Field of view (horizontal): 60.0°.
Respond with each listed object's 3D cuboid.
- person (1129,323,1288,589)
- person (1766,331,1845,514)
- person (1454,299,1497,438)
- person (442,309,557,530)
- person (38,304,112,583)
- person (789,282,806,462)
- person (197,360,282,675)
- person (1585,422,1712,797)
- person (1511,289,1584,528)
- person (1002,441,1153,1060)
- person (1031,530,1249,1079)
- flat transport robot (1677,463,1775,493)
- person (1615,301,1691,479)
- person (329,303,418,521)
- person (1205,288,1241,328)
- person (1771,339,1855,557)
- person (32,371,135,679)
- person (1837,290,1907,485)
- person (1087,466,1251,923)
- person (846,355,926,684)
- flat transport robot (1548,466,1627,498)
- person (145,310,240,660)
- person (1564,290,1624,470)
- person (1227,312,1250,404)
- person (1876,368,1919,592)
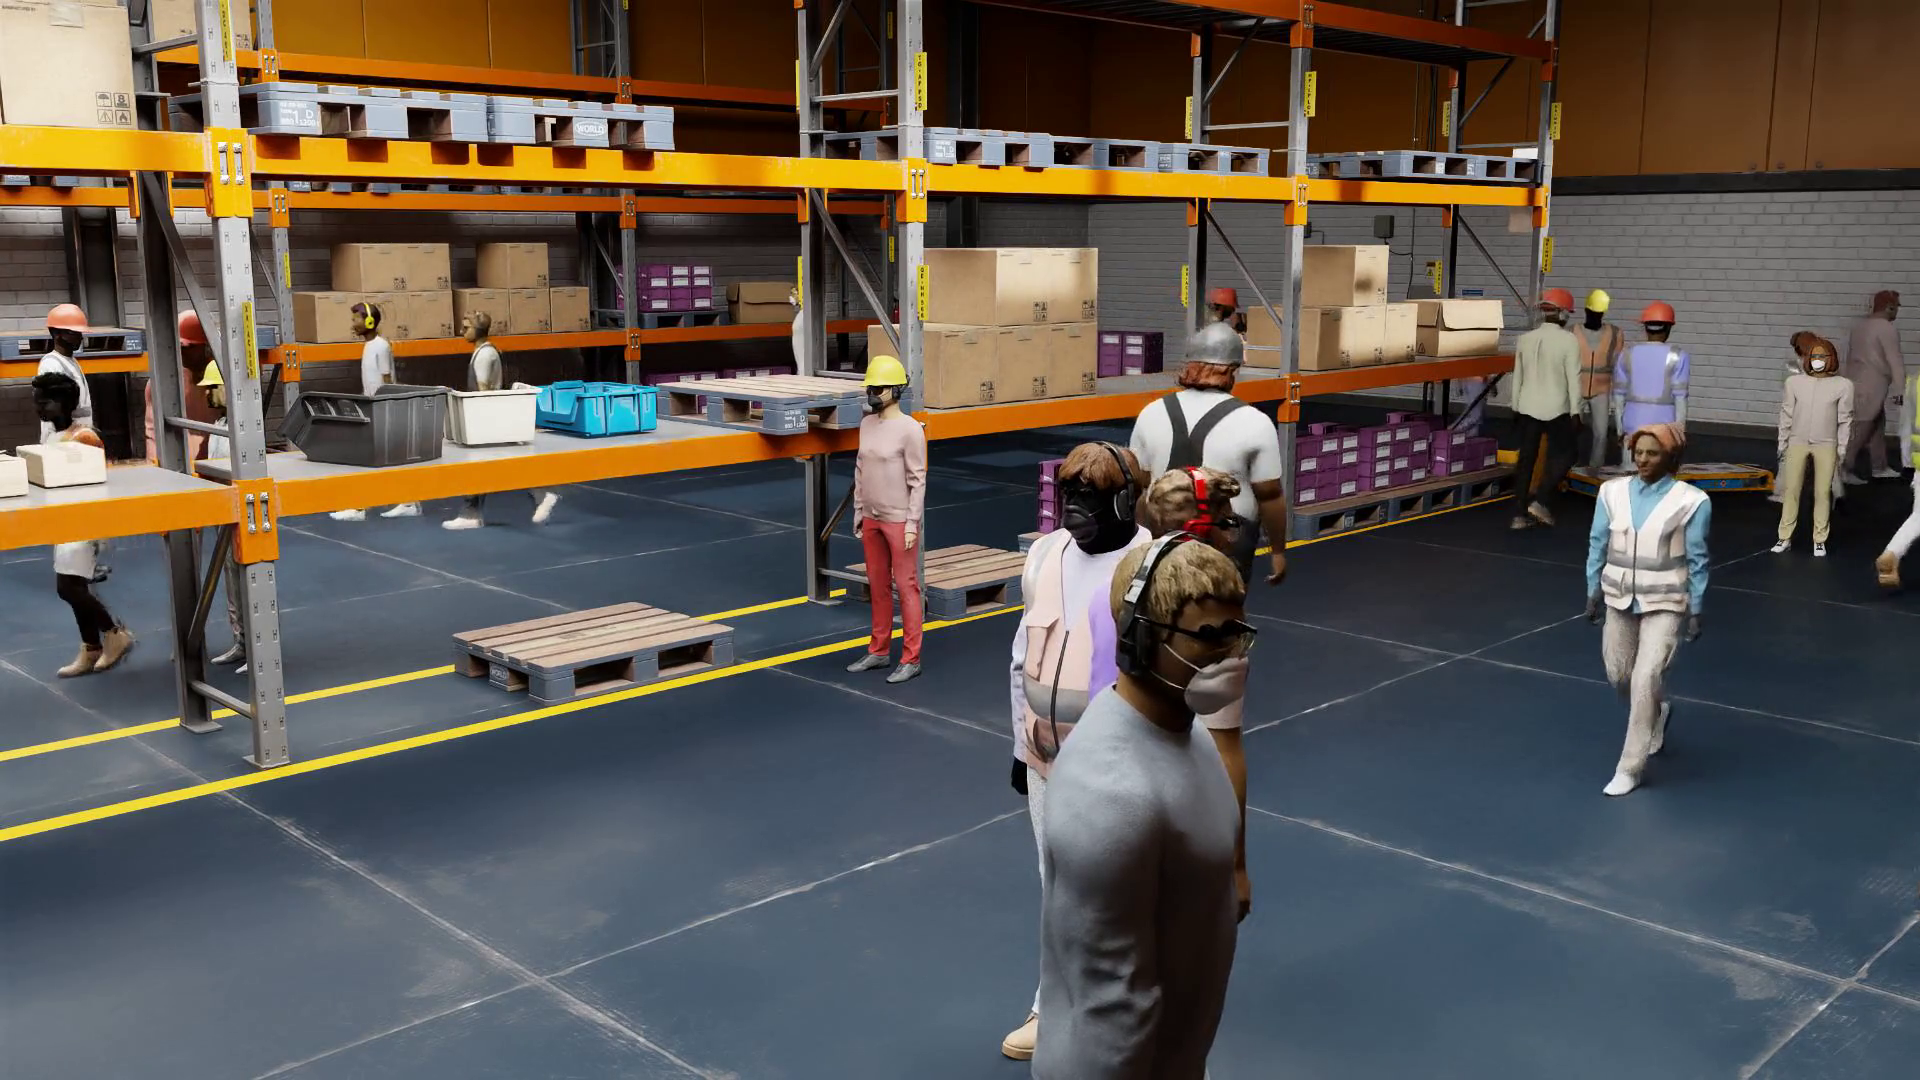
[{"bbox_3d":[1.220,-0.030,7.805,0.709,2.000,0.940,7,12,33],"label":"person"},{"bbox_3d":[7.497,-1.042,14.602,0.527,1.583,0.929,0,10,-2],"label":"person"},{"bbox_3d":[5.330,-1.644,17.418,0.693,1.741,0.531,-2,11,-12],"label":"person"},{"bbox_3d":[-3.821,-0.989,13.677,0.862,1.821,0.530,-5,11,-23],"label":"person"},{"bbox_3d":[-6.174,-0.669,11.585,0.376,1.933,0.545,-3,11,-16],"label":"person"},{"bbox_3d":[-1.628,-1.795,17.710,0.372,1.939,0.629,-1,10,-8],"label":"person"},{"bbox_3d":[-3.994,-0.134,9.185,0.297,1.744,0.487,-10,15,-44],"label":"person"},{"bbox_3d":[3.039,0.274,7.306,0.692,1.620,0.525,-9,14,-41],"label":"person"},{"bbox_3d":[4.805,-1.057,13.619,0.520,1.962,0.723,-7,13,-34],"label":"person"},{"bbox_3d":[0.387,0.635,4.724,0.633,1.842,0.429,9,14,39],"label":"person"},{"bbox_3d":[0.303,0.936,2.821,0.351,1.936,0.634,3,11,14],"label":"person"},{"bbox_3d":[6.973,-0.578,15.626,1.431,0.197,0.652,-2,11,-8],"label":"flat transport robot"},{"bbox_3d":[5.312,-0.856,12.698,0.572,1.898,0.855,9,13,39],"label":"person"},{"bbox_3d":[-5.022,-1.069,14.034,0.859,1.834,0.551,-6,12,-29],"label":"person"},{"bbox_3d":[2.669,-1.713,17.485,1.044,1.867,0.557,-2,11,-10],"label":"person"},{"bbox_3d":[6.423,-0.692,12.529,0.497,1.633,0.283,7,13,35],"label":"person"},{"bbox_3d":[-4.796,-0.069,8.982,0.553,1.680,0.369,8,13,39],"label":"person"},{"bbox_3d":[8.898,-1.453,16.016,0.865,1.871,0.643,1,10,3],"label":"person"},{"bbox_3d":[0.510,0.732,4.195,0.375,1.840,0.570,-6,12,-29],"label":"person"},{"bbox_3d":[-0.395,-0.113,9.011,0.309,1.769,0.525,-10,14,-42],"label":"person"},{"bbox_3d":[5.991,-0.502,15.210,0.652,0.197,1.431,-2,11,-8],"label":"flat transport robot"},{"bbox_3d":[-4.289,-0.309,9.468,0.611,1.990,0.392,-3,11,-15],"label":"person"},{"bbox_3d":[5.873,-1.373,15.530,0.593,1.892,0.780,3,11,14],"label":"person"},{"bbox_3d":[2.756,-1.456,16.674,0.313,1.642,0.513,-3,11,-16],"label":"person"},{"bbox_3d":[6.424,-0.486,10.894,0.633,1.827,0.636,-4,11,-22],"label":"person"}]
